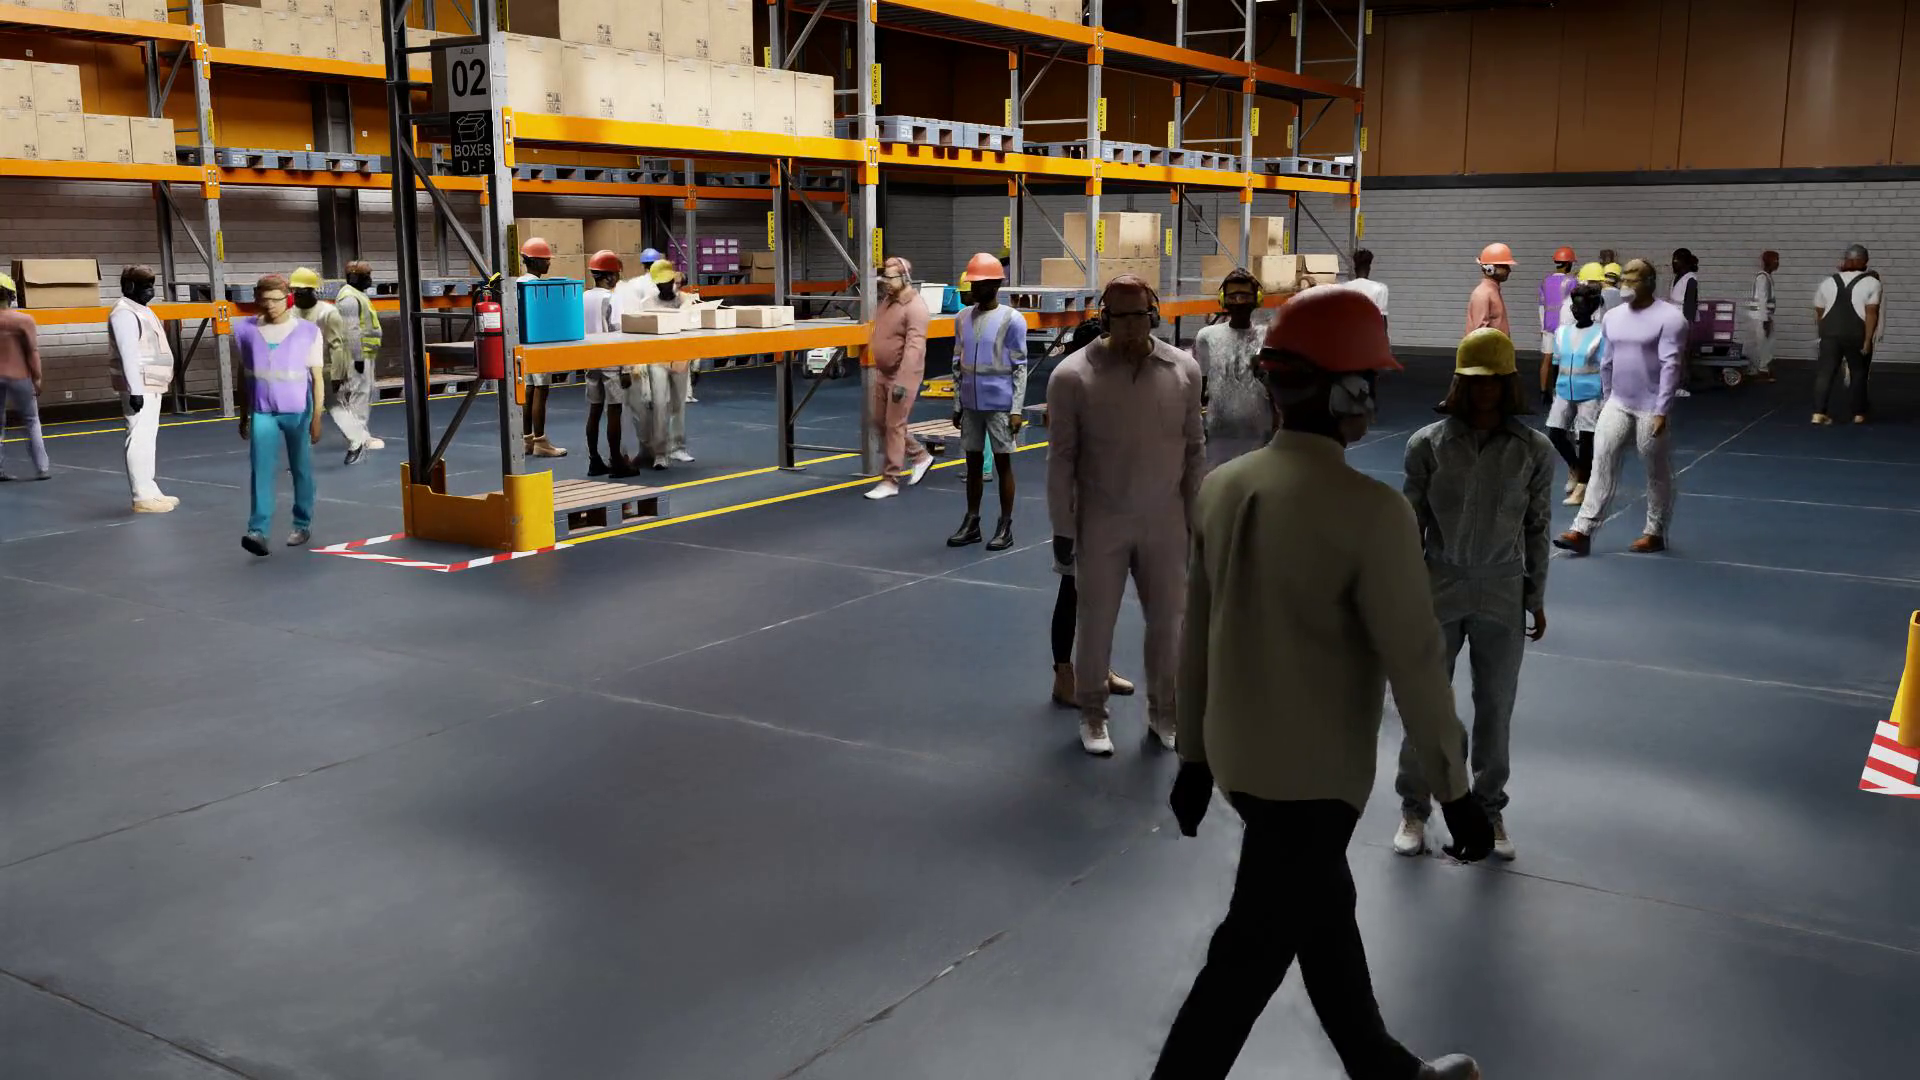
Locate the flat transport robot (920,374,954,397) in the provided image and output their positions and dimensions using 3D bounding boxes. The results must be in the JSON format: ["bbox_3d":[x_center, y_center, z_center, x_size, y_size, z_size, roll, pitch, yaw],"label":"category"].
[{"bbox_3d":[-0.011,-2.023,21.743,0.652,0.197,1.431,3,11,15],"label":"flat transport robot"}]

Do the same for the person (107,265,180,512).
[{"bbox_3d":[-6.112,-1.131,12.462,0.430,1.841,0.624,-3,11,-15],"label":"person"}]

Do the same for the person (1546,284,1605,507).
[{"bbox_3d":[4.750,-1.097,12.682,0.420,1.689,0.538,-8,13,-39],"label":"person"}]

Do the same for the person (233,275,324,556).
[{"bbox_3d":[-4.399,-0.796,10.721,0.585,1.788,0.981,-1,10,-7],"label":"person"}]

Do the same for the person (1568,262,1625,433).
[{"bbox_3d":[6.729,-2.003,17.435,0.686,1.789,0.437,-4,11,-19],"label":"person"}]

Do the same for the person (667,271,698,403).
[{"bbox_3d":[-3.508,-2.511,20.663,0.525,1.636,0.307,3,11,16],"label":"person"}]

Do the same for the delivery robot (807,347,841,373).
[{"bbox_3d":[-1.990,-2.688,24.382,0.477,0.478,0.707,2,10,12],"label":"delivery robot"}]

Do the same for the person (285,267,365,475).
[{"bbox_3d":[-5.640,-1.505,14.663,0.597,1.799,0.903,2,11,14],"label":"person"}]

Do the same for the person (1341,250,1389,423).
[{"bbox_3d":[4.346,-2.178,18.051,0.633,1.905,1.000,4,11,22],"label":"person"}]

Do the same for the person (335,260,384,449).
[{"bbox_3d":[-5.838,-1.798,16.184,0.429,1.834,0.642,-2,10,-12],"label":"person"}]

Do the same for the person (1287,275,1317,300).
[{"bbox_3d":[4.114,-2.346,19.798,0.520,1.617,0.689,8,13,36],"label":"person"}]

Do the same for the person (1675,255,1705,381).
[{"bbox_3d":[10.356,-3.203,24.009,0.794,1.820,0.639,4,11,22],"label":"person"}]

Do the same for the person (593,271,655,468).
[{"bbox_3d":[-3.029,-1.564,14.695,0.689,1.893,0.654,-3,11,-15],"label":"person"}]

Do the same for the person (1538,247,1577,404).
[{"bbox_3d":[7.356,-2.616,20.409,0.360,1.939,0.543,-6,12,-30],"label":"person"}]

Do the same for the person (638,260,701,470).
[{"bbox_3d":[-2.617,-1.566,14.870,0.620,1.848,0.880,-4,11,-22],"label":"person"}]

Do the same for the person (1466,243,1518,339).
[{"bbox_3d":[4.473,-1.502,14.081,0.393,1.992,0.622,5,11,25],"label":"person"}]

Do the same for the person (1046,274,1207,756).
[{"bbox_3d":[0.664,-0.089,6.560,0.652,1.899,0.399,-2,10,-11],"label":"person"}]

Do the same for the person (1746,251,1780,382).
[{"bbox_3d":[11.522,-3.172,23.685,0.554,1.867,0.592,7,12,35],"label":"person"}]

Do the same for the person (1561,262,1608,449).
[{"bbox_3d":[6.081,-1.810,16.299,0.608,1.823,0.627,-7,12,-34],"label":"person"}]

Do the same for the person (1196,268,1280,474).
[{"bbox_3d":[1.530,-0.559,9.198,0.521,1.873,0.328,1,10,7],"label":"person"}]

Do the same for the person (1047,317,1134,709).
[{"bbox_3d":[0.589,-0.125,7.275,0.316,1.695,0.542,9,13,40],"label":"person"}]

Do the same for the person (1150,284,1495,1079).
[{"bbox_3d":[0.725,0.454,3.429,1.050,1.938,0.625,-4,11,-23],"label":"person"}]

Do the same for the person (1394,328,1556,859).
[{"bbox_3d":[1.677,0.183,5.442,0.484,1.744,0.296,2,10,9],"label":"person"}]

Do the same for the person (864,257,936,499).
[{"bbox_3d":[-0.466,-1.279,13.157,0.806,1.883,0.692,-6,12,-32],"label":"person"}]

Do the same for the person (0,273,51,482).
[{"bbox_3d":[-7.946,-1.350,13.911,0.530,1.750,0.383,-2,10,-11],"label":"person"}]

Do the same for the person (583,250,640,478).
[{"bbox_3d":[-3.013,-1.496,14.206,0.551,1.937,0.357,7,12,33],"label":"person"}]

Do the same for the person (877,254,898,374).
[{"bbox_3d":[-1.026,-3.213,24.061,0.579,1.827,0.601,9,14,41],"label":"person"}]

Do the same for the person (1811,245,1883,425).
[{"bbox_3d":[9.751,-2.283,18.281,1.066,2.000,0.694,-9,13,-39],"label":"person"}]

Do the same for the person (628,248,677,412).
[{"bbox_3d":[-3.579,-2.409,19.303,0.674,1.923,0.474,-5,11,-26],"label":"person"}]

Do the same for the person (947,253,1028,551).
[{"bbox_3d":[0.172,-0.896,10.879,0.546,1.939,0.375,7,12,34],"label":"person"}]

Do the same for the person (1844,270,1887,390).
[{"bbox_3d":[12.123,-2.802,22.307,0.523,1.621,0.400,10,14,43],"label":"person"}]

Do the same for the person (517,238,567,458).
[{"bbox_3d":[-3.933,-1.793,15.558,0.386,2.041,0.611,-7,12,-35],"label":"person"}]

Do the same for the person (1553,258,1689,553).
[{"bbox_3d":[4.248,-0.828,10.591,0.958,1.894,0.651,-7,12,-32],"label":"person"}]

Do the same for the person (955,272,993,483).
[{"bbox_3d":[0.121,-1.358,13.929,0.329,1.764,0.524,-1,10,-3],"label":"person"}]

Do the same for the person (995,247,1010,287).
[{"bbox_3d":[0.874,-4.366,30.241,0.501,1.893,0.637,1,10,8],"label":"person"}]

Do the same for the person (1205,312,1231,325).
[{"bbox_3d":[3.865,-3.324,24.175,0.622,1.992,0.387,1,10,6],"label":"person"}]

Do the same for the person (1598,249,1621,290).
[{"bbox_3d":[9.929,-3.495,25.442,0.525,1.882,0.671,3,11,17],"label":"person"}]

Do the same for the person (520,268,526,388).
[{"bbox_3d":[-4.888,-2.183,18.266,0.584,1.845,0.909,-2,10,-11],"label":"person"}]

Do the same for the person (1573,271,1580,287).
[{"bbox_3d":[8.482,-2.878,22.824,0.506,1.605,0.754,2,10,9],"label":"person"}]

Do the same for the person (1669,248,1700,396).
[{"bbox_3d":[9.390,-2.823,21.618,0.375,1.916,0.592,1,10,3],"label":"person"}]
